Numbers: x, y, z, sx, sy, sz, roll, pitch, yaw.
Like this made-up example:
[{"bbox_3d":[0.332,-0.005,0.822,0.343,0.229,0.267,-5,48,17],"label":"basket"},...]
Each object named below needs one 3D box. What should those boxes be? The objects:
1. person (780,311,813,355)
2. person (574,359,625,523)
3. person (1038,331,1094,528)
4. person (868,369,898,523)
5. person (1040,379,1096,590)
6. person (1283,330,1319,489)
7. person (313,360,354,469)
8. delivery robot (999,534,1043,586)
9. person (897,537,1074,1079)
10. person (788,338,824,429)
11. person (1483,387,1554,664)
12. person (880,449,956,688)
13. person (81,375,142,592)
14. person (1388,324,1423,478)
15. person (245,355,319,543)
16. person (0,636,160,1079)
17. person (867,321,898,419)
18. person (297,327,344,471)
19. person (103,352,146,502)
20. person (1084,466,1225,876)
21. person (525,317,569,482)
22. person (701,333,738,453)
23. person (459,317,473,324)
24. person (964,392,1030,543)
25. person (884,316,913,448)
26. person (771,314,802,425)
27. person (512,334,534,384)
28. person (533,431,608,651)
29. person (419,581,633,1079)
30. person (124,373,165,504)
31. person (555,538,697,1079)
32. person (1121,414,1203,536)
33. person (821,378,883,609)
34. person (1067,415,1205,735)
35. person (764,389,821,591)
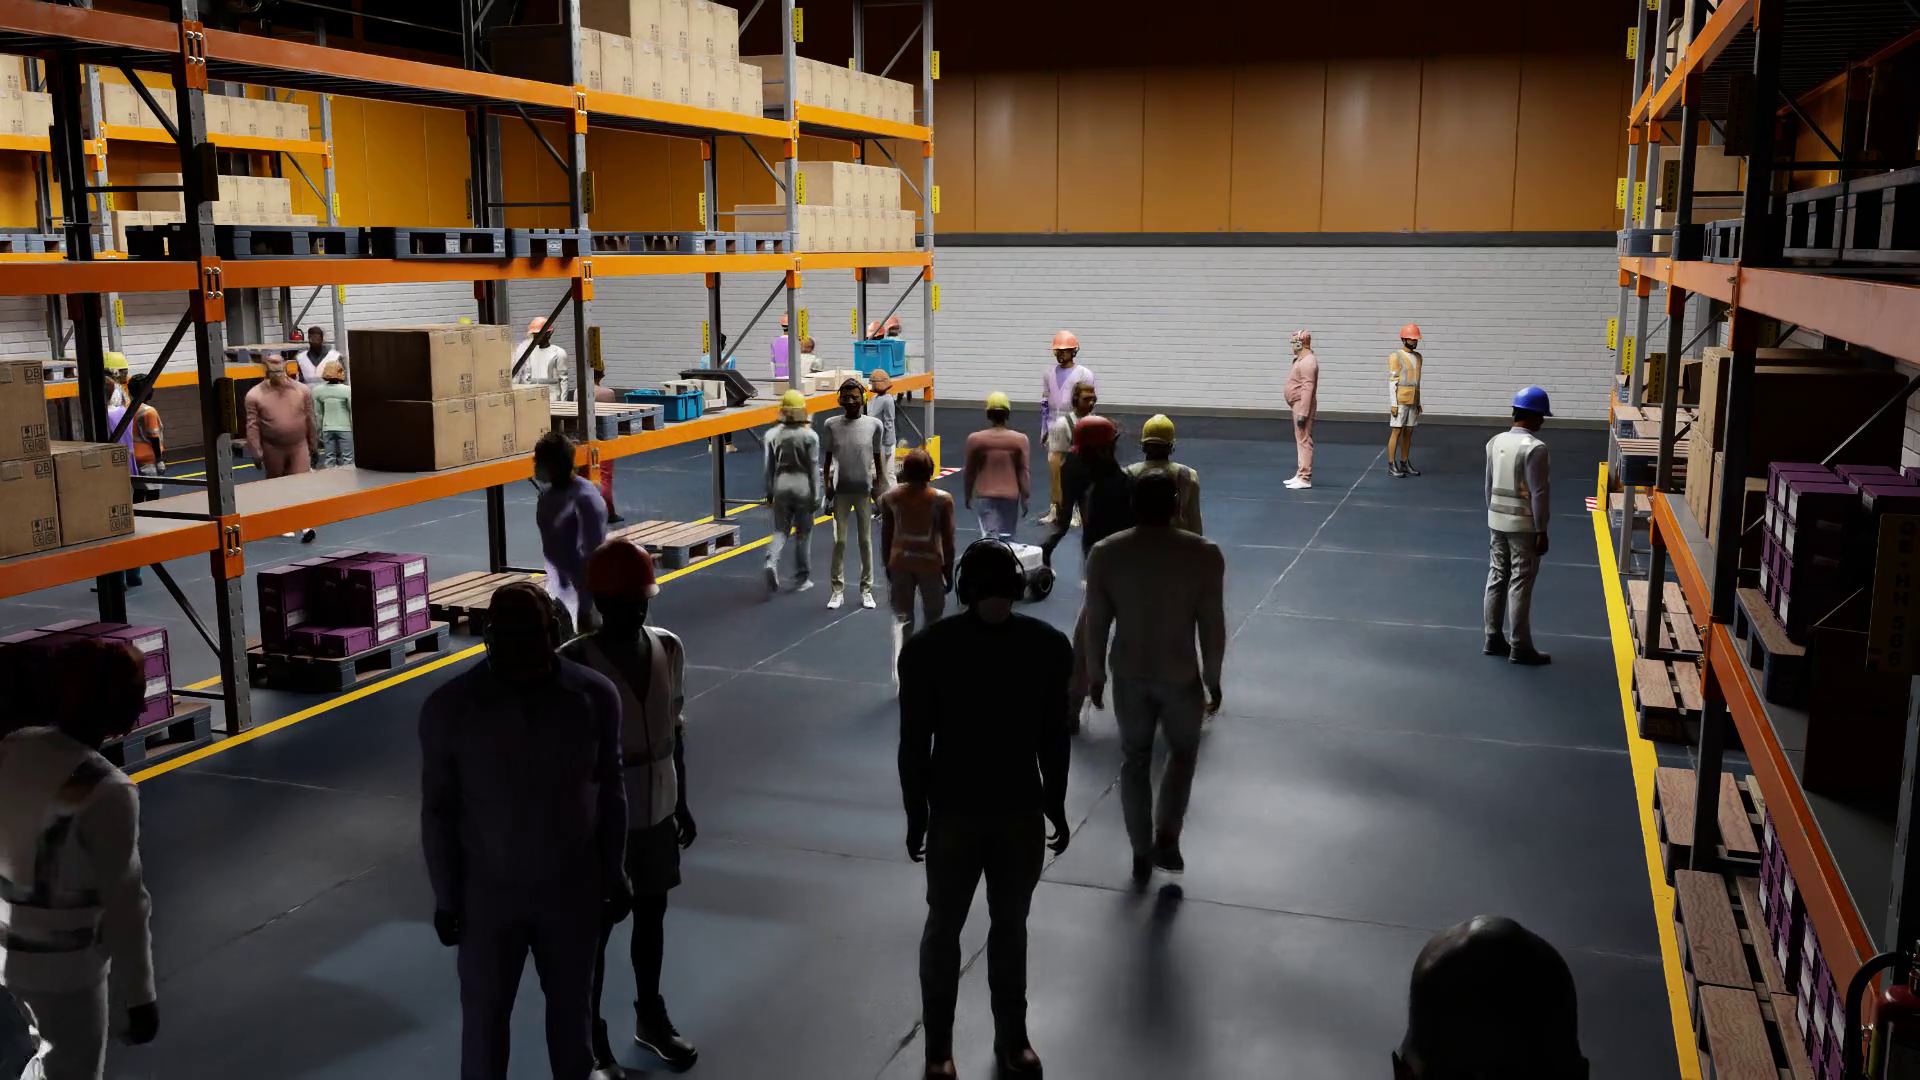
[{"bbox_3d":[-2.502,-2.585,25.651,0.646,1.944,0.578,6,11,28],"label":"person"},{"bbox_3d":[-3.819,-1.058,17.545,0.525,1.772,0.299,4,11,21],"label":"person"},{"bbox_3d":[1.087,-1.144,17.258,0.607,2.044,0.378,7,12,35],"label":"person"},{"bbox_3d":[-0.824,-0.996,17.610,0.283,1.626,0.505,-4,11,-24],"label":"person"},{"bbox_3d":[0.941,-0.482,14.205,0.521,1.814,0.884,-6,12,-30],"label":"person"},{"bbox_3d":[4.099,-1.566,20.029,0.400,1.905,0.643,2,10,11],"label":"person"},{"bbox_3d":[-7.019,-1.209,18.777,0.497,1.633,0.285,1,10,4],"label":"person"},{"bbox_3d":[0.367,0.192,13.659,0.477,0.478,0.707,8,13,37],"label":"delivery robot"},{"bbox_3d":[0.096,0.942,5.801,0.629,1.940,0.376,-3,10,-14],"label":"person"},{"bbox_3d":[-2.196,-2.099,23.899,0.542,1.594,0.700,2,10,11],"label":"person"},{"bbox_3d":[3.934,-0.104,11.696,0.403,1.937,0.604,-3,11,-18],"label":"person"},{"bbox_3d":[-0.281,0.191,11.023,0.520,1.579,0.881,1,10,7],"label":"person"},{"bbox_3d":[-7.176,-0.482,14.071,0.390,1.850,0.564,1,10,6],"label":"person"},{"bbox_3d":[5.645,-1.757,21.004,0.545,1.938,0.362,-7,12,-35],"label":"person"},{"bbox_3d":[-6.637,-0.885,16.349,0.657,1.844,1.024,-5,11,-27],"label":"person"},{"bbox_3d":[-2.523,1.186,4.653,0.616,1.855,0.529,7,12,34],"label":"person"},{"bbox_3d":[-1.076,-1.903,21.858,0.545,1.932,0.387,4,11,19],"label":"person"},{"bbox_3d":[-8.119,-1.742,21.077,0.618,1.878,0.926,0,10,-1],"label":"person"},{"bbox_3d":[-9.065,-1.114,17.814,0.911,1.796,0.596,-9,13,-40],"label":"person"},{"bbox_3d":[0.890,0.618,7.651,0.649,1.929,0.442,2,10,12],"label":"person"},{"bbox_3d":[-5.122,-1.725,20.530,0.614,2.040,0.391,5,11,25],"label":"person"},{"bbox_3d":[-3.378,-2.060,23.390,0.541,1.696,0.315,2,10,13],"label":"person"},{"bbox_3d":[-7.930,-2.715,26.891,0.329,1.765,0.526,-2,10,-9],"label":"person"},{"bbox_3d":[0.299,-0.362,13.742,0.536,1.719,0.898,-1,10,-4],"label":"person"},{"bbox_3d":[-0.902,-2.095,22.885,0.655,1.962,0.895,-6,12,-31],"label":"person"},{"bbox_3d":[-2.479,-2.328,24.219,0.552,1.935,0.370,7,12,33],"label":"person"},{"bbox_3d":[-5.739,-1.934,22.216,0.399,1.874,0.792,4,11,23],"label":"person"},{"bbox_3d":[-2.125,0.310,9.487,0.625,1.907,0.908,9,14,42],"label":"person"},{"bbox_3d":[-1.335,1.065,5.195,0.639,1.911,0.402,-5,11,-25],"label":"person"},{"bbox_3d":[-7.858,-0.758,16.051,0.530,1.697,0.321,7,12,35],"label":"person"},{"bbox_3d":[-1.152,0.943,5.796,0.360,1.936,0.552,10,14,44],"label":"person"},{"bbox_3d":[1.283,0.098,10.849,0.588,1.835,0.403,2,10,9],"label":"person"},{"bbox_3d":[-0.865,-0.370,13.385,0.507,1.872,0.329,0,10,-3],"label":"person"},{"bbox_3d":[0.975,0.218,9.893,1.037,1.940,0.652,-1,10,-6],"label":"person"},{"bbox_3d":[-1.417,-0.394,13.931,0.488,1.729,0.583,3,10,16],"label":"person"}]
